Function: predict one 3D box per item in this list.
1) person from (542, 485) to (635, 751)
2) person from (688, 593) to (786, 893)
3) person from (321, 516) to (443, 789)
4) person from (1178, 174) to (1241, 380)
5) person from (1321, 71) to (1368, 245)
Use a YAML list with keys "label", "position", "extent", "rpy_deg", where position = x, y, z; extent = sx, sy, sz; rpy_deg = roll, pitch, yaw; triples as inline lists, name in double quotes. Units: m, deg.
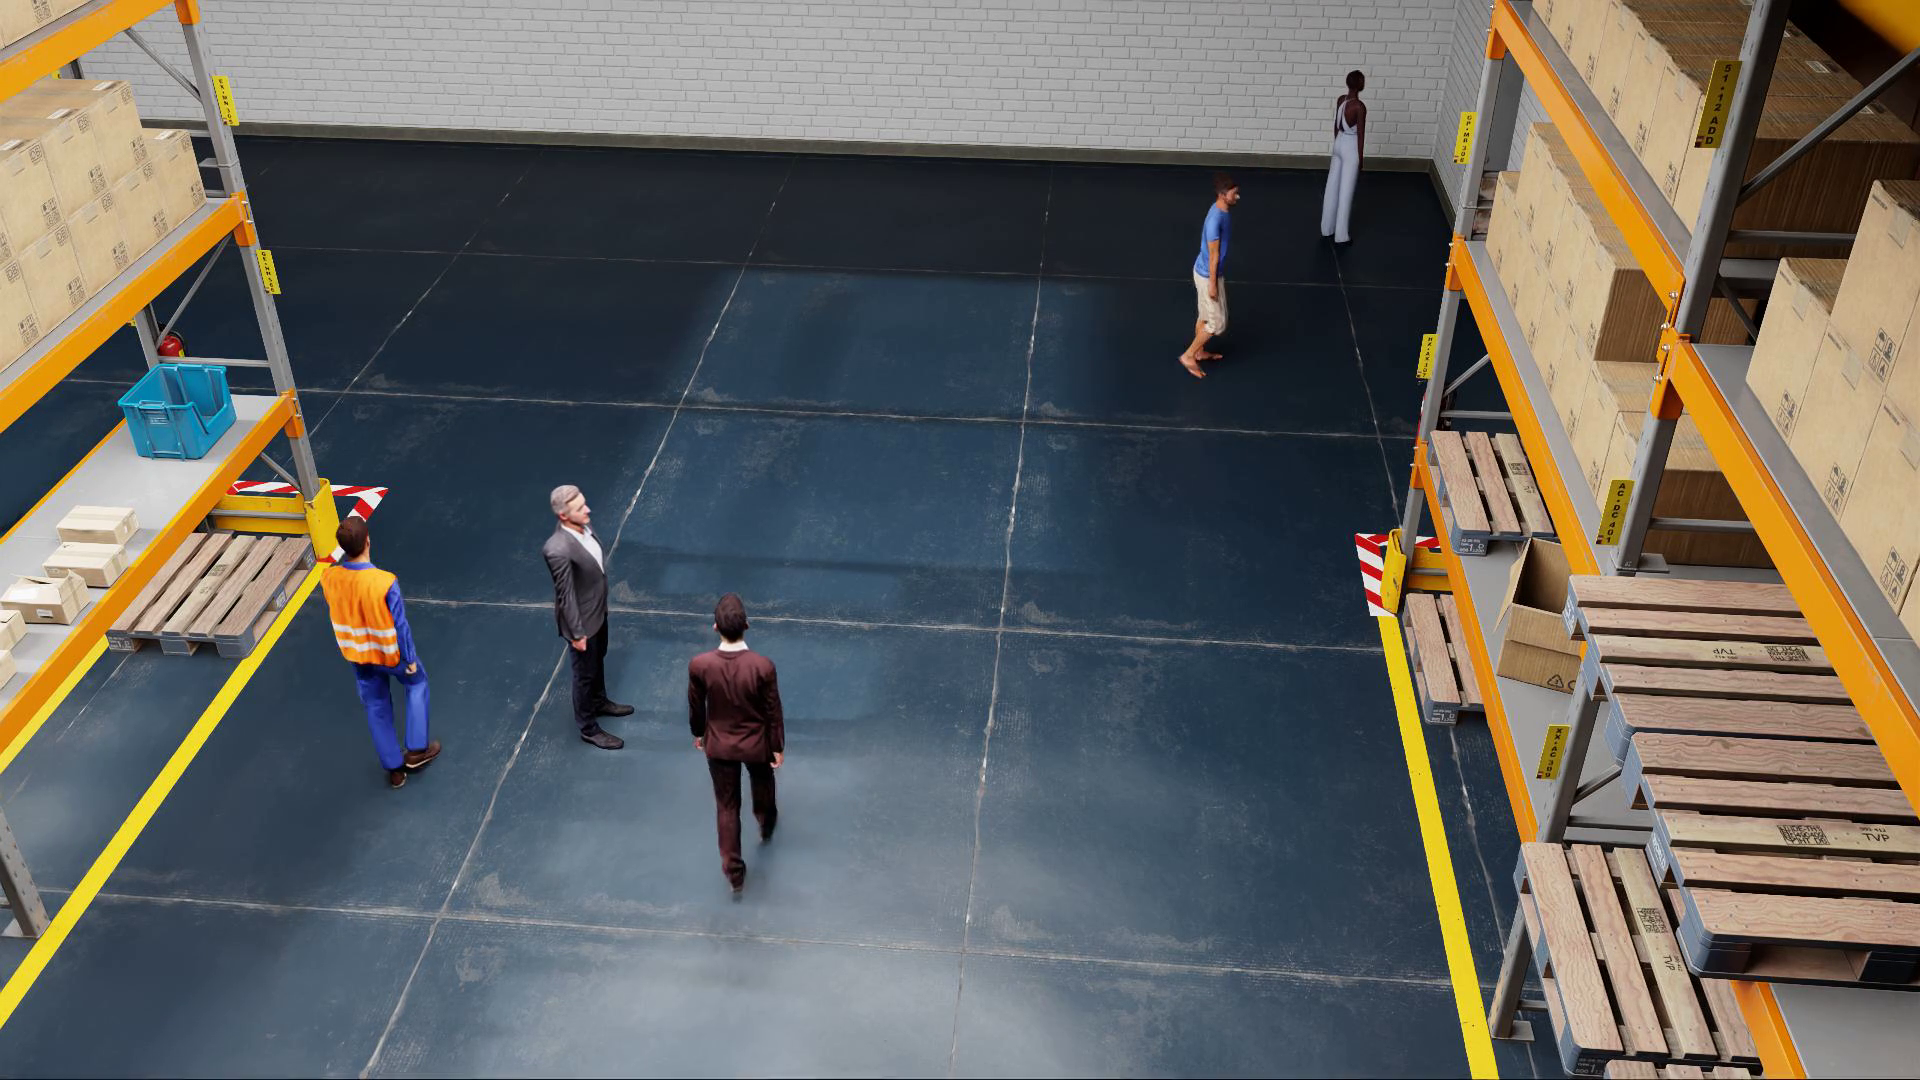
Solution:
- label: "person"
  position: [-2.343, 0.443, 10.375]
  extent: [0.773, 1.842, 0.526]
  rpy_deg: [2, 34, 3]
- label: "person"
  position: [-1.252, 1.165, 9.288]
  extent: [0.748, 1.842, 1.048]
  rpy_deg: [0, 34, 0]
- label: "person"
  position: [-3.515, 0.737, 9.932]
  extent: [0.670, 1.843, 0.657]
  rpy_deg: [4, 34, 6]
- label: "person"
  position: [2.165, -2.316, 14.511]
  extent: [0.824, 1.857, 0.637]
  rpy_deg: [2, 34, 3]
- label: "person"
  position: [3.940, -3.914, 16.982]
  extent: [0.697, 1.783, 0.589]
  rpy_deg: [-16, 37, -23]
